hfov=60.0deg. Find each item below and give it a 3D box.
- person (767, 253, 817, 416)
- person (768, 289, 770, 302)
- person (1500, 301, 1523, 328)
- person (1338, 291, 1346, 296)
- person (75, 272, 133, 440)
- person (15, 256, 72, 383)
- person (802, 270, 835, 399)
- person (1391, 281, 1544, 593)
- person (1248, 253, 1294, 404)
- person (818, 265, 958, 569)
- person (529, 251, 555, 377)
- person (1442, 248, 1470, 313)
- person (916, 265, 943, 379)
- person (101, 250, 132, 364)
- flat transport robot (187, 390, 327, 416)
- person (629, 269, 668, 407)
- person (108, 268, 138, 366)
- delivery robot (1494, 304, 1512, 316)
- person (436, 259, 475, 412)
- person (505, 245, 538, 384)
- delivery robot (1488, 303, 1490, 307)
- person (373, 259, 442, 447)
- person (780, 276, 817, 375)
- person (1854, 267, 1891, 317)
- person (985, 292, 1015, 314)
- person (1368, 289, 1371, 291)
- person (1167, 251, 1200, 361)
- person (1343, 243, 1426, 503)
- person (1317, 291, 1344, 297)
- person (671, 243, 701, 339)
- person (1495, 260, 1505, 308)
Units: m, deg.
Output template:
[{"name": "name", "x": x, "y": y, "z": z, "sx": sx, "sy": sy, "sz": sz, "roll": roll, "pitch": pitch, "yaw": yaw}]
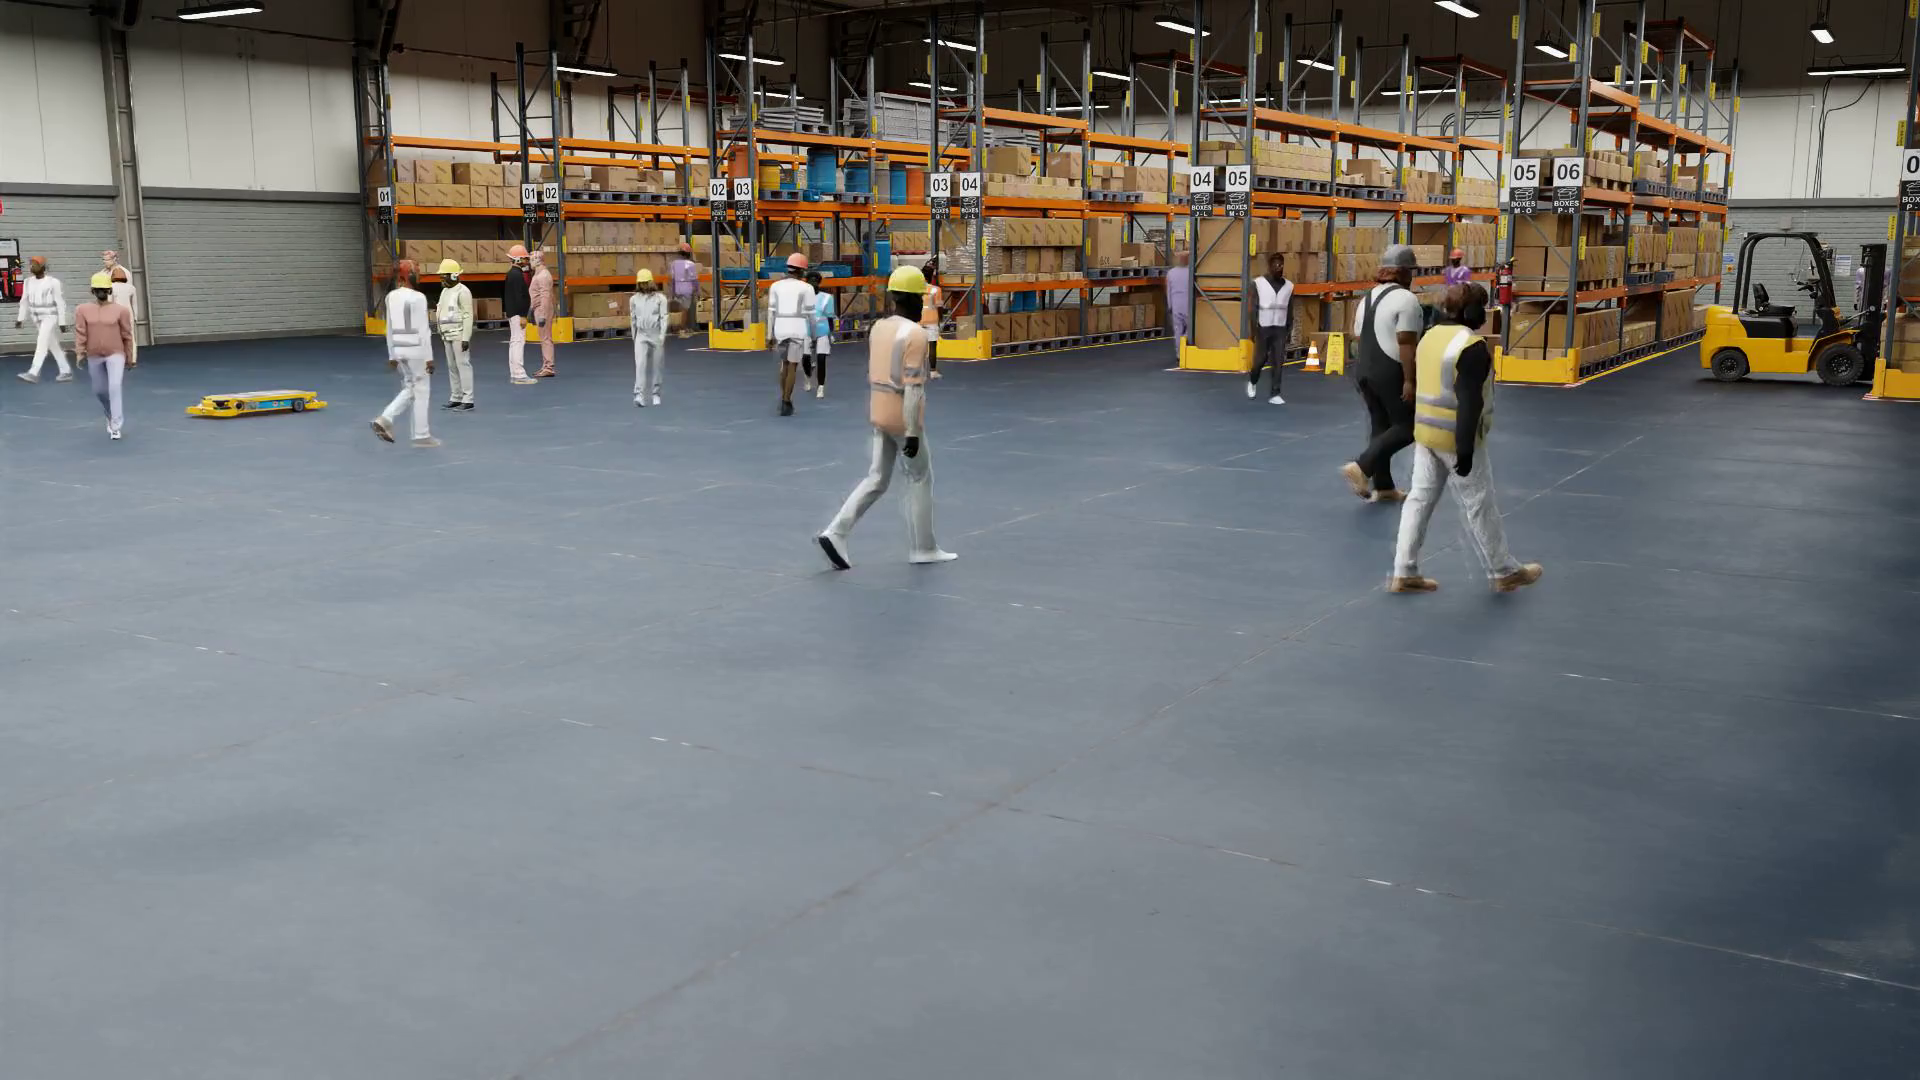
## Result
[{"name": "person", "x": -1.959, "y": -2.437, "z": 19.731, "sx": 0.571, "sy": 1.897, "sz": 0.819, "roll": 3, "pitch": 10, "yaw": 14}, {"name": "person", "x": -4.000, "y": -5.377, "z": 37.078, "sx": 0.512, "sy": 1.579, "sz": 0.880, "roll": 5, "pitch": 11, "yaw": 25}, {"name": "person", "x": 12.772, "y": -5.737, "z": 38.244, "sx": 0.711, "sy": 1.895, "sz": 0.608, "roll": -8, "pitch": 13, "yaw": -39}, {"name": "person", "x": 9.120, "y": -6.172, "z": 40.415, "sx": 0.610, "sy": 1.986, "sz": 0.392, "roll": 2, "pitch": 10, "yaw": 9}, {"name": "person", "x": -8.944, "y": -1.945, "z": 17.438, "sx": 0.525, "sy": 1.735, "sz": 0.809, "roll": -2, "pitch": 10, "yaw": -13}, {"name": "person", "x": -13.388, "y": -3.203, "z": 24.234, "sx": 0.572, "sy": 1.826, "sz": 1.004, "roll": 4, "pitch": 11, "yaw": 20}, {"name": "person", "x": -1.908, "y": -2.703, "z": 21.839, "sx": 0.541, "sy": 1.683, "sz": 0.471, "roll": -1, "pitch": 10, "yaw": -3}, {"name": "person", "x": 2.938, "y": -0.575, "z": 9.586, "sx": 0.933, "sy": 1.796, "sz": 0.654, "roll": -3, "pitch": 10, "yaw": -15}, {"name": "person", "x": 3.941, "y": -2.688, "z": 21.119, "sx": 0.613, "sy": 1.904, "sz": 0.649, "roll": -3, "pitch": 10, "yaw": -14}, {"name": "person", "x": -0.458, "y": -0.753, "z": 10.342, "sx": 0.886, "sy": 1.897, "sz": 0.595, "roll": -7, "pitch": 12, "yaw": -33}, {"name": "person", "x": -6.357, "y": -3.417, "z": 25.224, "sx": 0.400, "sy": 1.902, "sz": 0.643, "roll": -3, "pitch": 10, "yaw": -14}, {"name": "person", "x": 9.668, "y": -4.717, "z": 32.435, "sx": 0.547, "sy": 1.924, "sz": 0.564, "roll": -9, "pitch": 14, "yaw": -42}, {"name": "person", "x": -0.492, "y": -3.240, "z": 24.796, "sx": 0.540, "sy": 1.695, "sz": 0.317, "roll": 5, "pitch": 11, "yaw": 26}, {"name": "person", "x": -14.253, "y": -3.918, "z": 28.031, "sx": 0.637, "sy": 1.903, "sz": 0.406, "roll": 4, "pitch": 11, "yaw": 20}, {"name": "flat transport robot", "x": -8.376, "y": -1.644, "z": 19.852, "sx": 0.652, "sy": 0.197, "sz": 1.431, "roll": 7, "pitch": 12, "yaw": 33}, {"name": "person", "x": -3.865, "y": -2.497, "z": 20.640, "sx": 0.494, "sy": 1.696, "sz": 0.876, "roll": 0, "pitch": 10, "yaw": -2}, {"name": "person", "x": -13.738, "y": -3.646, "z": 27.282, "sx": 0.287, "sy": 1.622, "sz": 0.510, "roll": 8, "pitch": 13, "yaw": 37}, {"name": "delivery robot", "x": 13.013, "y": -5.498, "z": 40.381, "sx": 0.707, "sy": 0.478, "sz": 0.477, "roll": 0, "pitch": 10, "yaw": -1}, {"name": "person", "x": -6.101, "y": -2.466, "z": 20.083, "sx": 0.403, "sy": 1.831, "sz": 0.595, "roll": -9, "pitch": 14, "yaw": -41}, {"name": "person", "x": -6.355, "y": -3.245, "z": 23.992, "sx": 0.388, "sy": 1.996, "sz": 0.612, "roll": -4, "pitch": 11, "yaw": -23}, {"name": "delivery robot", "x": 13.060, "y": -5.609, "z": 41.006, "sx": 0.477, "sy": 0.478, "sz": 0.707, "roll": 1, "pitch": 10, "yaw": 3}, {"name": "person", "x": -5.448, "y": -1.823, "z": 16.387, "sx": 0.581, "sy": 1.867, "sz": 0.566, "roll": 8, "pitch": 13, "yaw": 39}, {"name": "person", "x": -2.487, "y": -3.360, "z": 25.737, "sx": 0.849, "sy": 1.590, "sz": 0.547, "roll": -9, "pitch": 14, "yaw": -42}, {"name": "person", "x": 17.284, "y": -4.555, "z": 31.550, "sx": 0.585, "sy": 1.919, "sz": 0.388, "roll": 6, "pitch": 12, "yaw": 28}, {"name": "person", "x": 0.788, "y": -4.813, "z": 32.976, "sx": 0.623, "sy": 1.933, "sz": 0.371, "roll": 1, "pitch": 10, "yaw": 3}, {"name": "person", "x": 9.518, "y": -5.679, "z": 37.825, "sx": 0.545, "sy": 1.926, "sz": 0.546, "roll": 6, "pitch": 12, "yaw": 32}, {"name": "person", "x": 3.866, "y": -4.027, "z": 28.659, "sx": 0.648, "sy": 1.891, "sz": 0.437, "roll": 6, "pitch": 12, "yaw": 28}, {"name": "person", "x": 3.285, "y": -1.272, "z": 12.813, "sx": 0.668, "sy": 2.000, "sz": 0.703, "roll": -3, "pitch": 11, "yaw": -17}, {"name": "person", "x": 8.073, "y": -5.478, "z": 36.404, "sx": 0.622, "sy": 2.031, "sz": 0.666, "roll": 7, "pitch": 13, "yaw": 36}, {"name": "person", "x": -5.738, "y": -5.262, "z": 35.248, "sx": 0.630, "sy": 2.007, "sz": 0.896, "roll": 6, "pitch": 12, "yaw": 32}, {"name": "person", "x": 13.259, "y": -6.081, "z": 40.918, "sx": 0.484, "sy": 1.623, "sz": 0.548, "roll": 1, "pitch": 10, "yaw": 6}]
